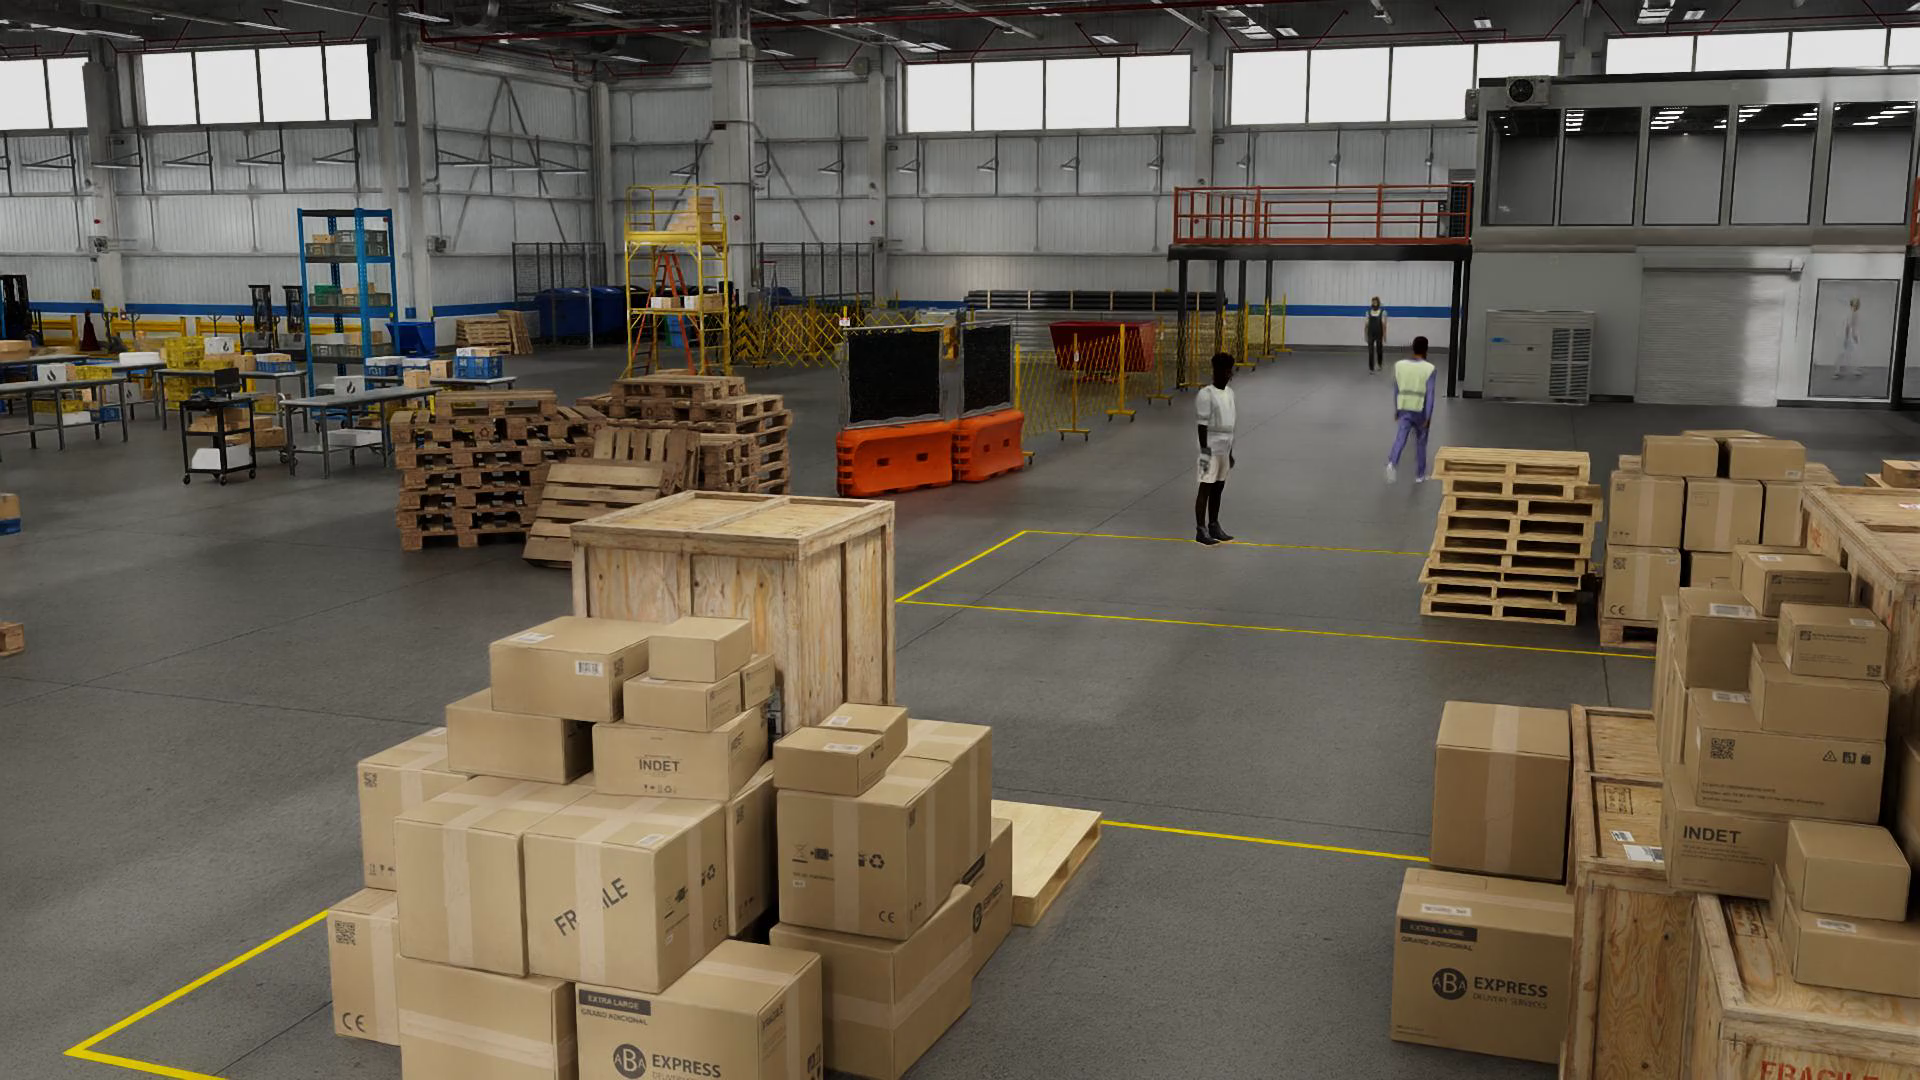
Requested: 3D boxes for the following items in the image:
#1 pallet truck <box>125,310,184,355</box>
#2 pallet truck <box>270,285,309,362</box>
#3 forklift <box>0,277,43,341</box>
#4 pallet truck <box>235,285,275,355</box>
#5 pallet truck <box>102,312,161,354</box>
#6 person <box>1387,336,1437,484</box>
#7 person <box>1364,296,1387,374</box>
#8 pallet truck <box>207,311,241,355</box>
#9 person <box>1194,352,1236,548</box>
[{"bbox_3d":[-22.038,-5.665,45.457,0.704,1.261,1.522,3,11,17],"label":"pallet truck"},{"bbox_3d":[-17.147,-5.700,43.663,0.823,1.965,1.885,3,11,17],"label":"pallet truck"},{"bbox_3d":[-27.151,-6.329,46.328,1.157,1.987,2.680,3,11,17],"label":"forklift"},{"bbox_3d":[-18.327,-5.835,44.421,0.823,1.965,1.885,4,11,23],"label":"pallet truck"},{"bbox_3d":[-23.057,-5.777,46.261,0.680,1.201,1.601,3,11,19],"label":"pallet truck"},{"bbox_3d":[5.746,-1.654,21.177,0.592,1.895,0.846,8,13,38],"label":"person"},{"bbox_3d":[9.765,-4.807,39.095,0.531,1.830,0.473,4,11,21],"label":"person"},{"bbox_3d":[-19.537,-5.575,44.913,0.653,1.274,1.630,3,11,19],"label":"pallet truck"},{"bbox_3d":[2.595,-0.916,16.823,0.372,1.961,0.601,8,13,39],"label":"person"}]
